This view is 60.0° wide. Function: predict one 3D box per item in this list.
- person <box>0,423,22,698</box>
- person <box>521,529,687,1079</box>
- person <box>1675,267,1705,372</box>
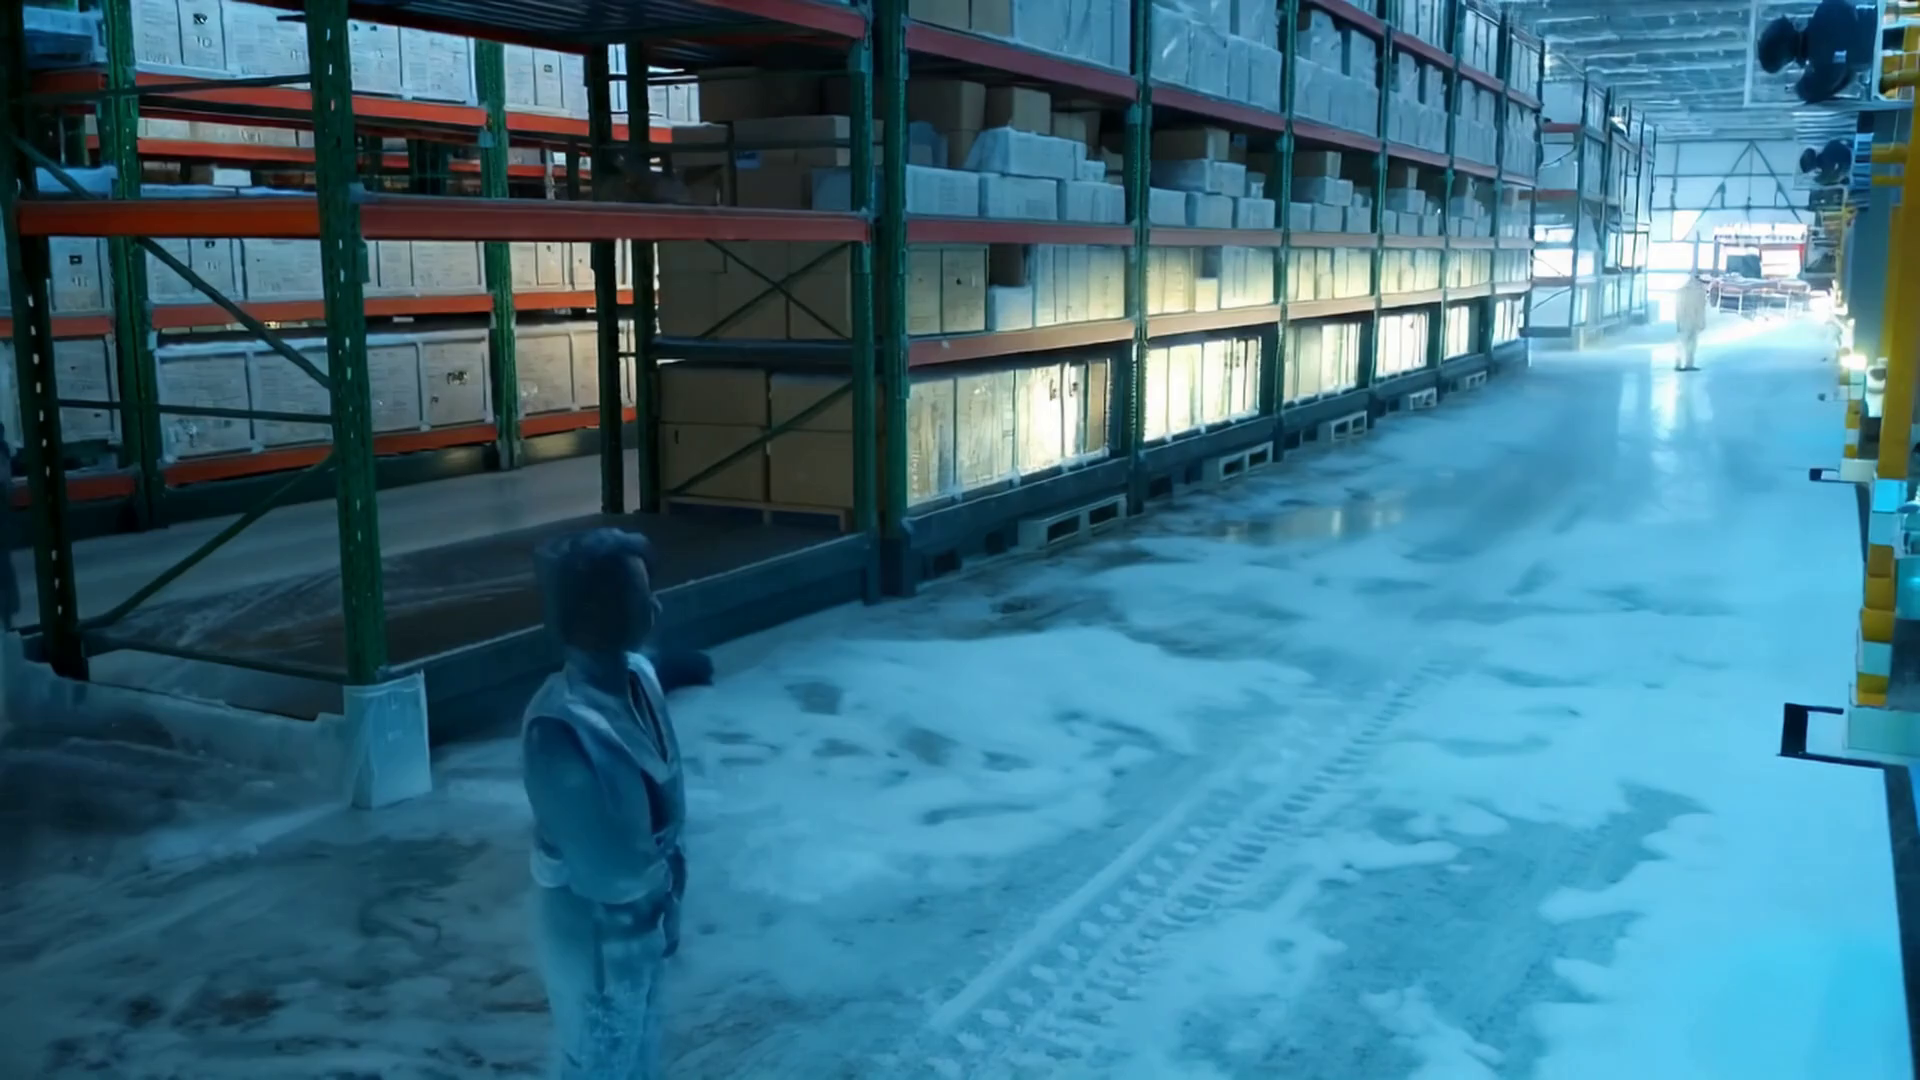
[{"bbox_3d":[-4.800,-0.093,8.173,0.487,1.746,0.289,5,11,25],"label":"person"},{"bbox_3d":[-0.699,0.795,3.323,0.308,1.645,0.514,1,10,6],"label":"person"},{"bbox_3d":[13.453,-4.051,30.600,0.651,1.913,0.410,-5,11,-25],"label":"person"}]
